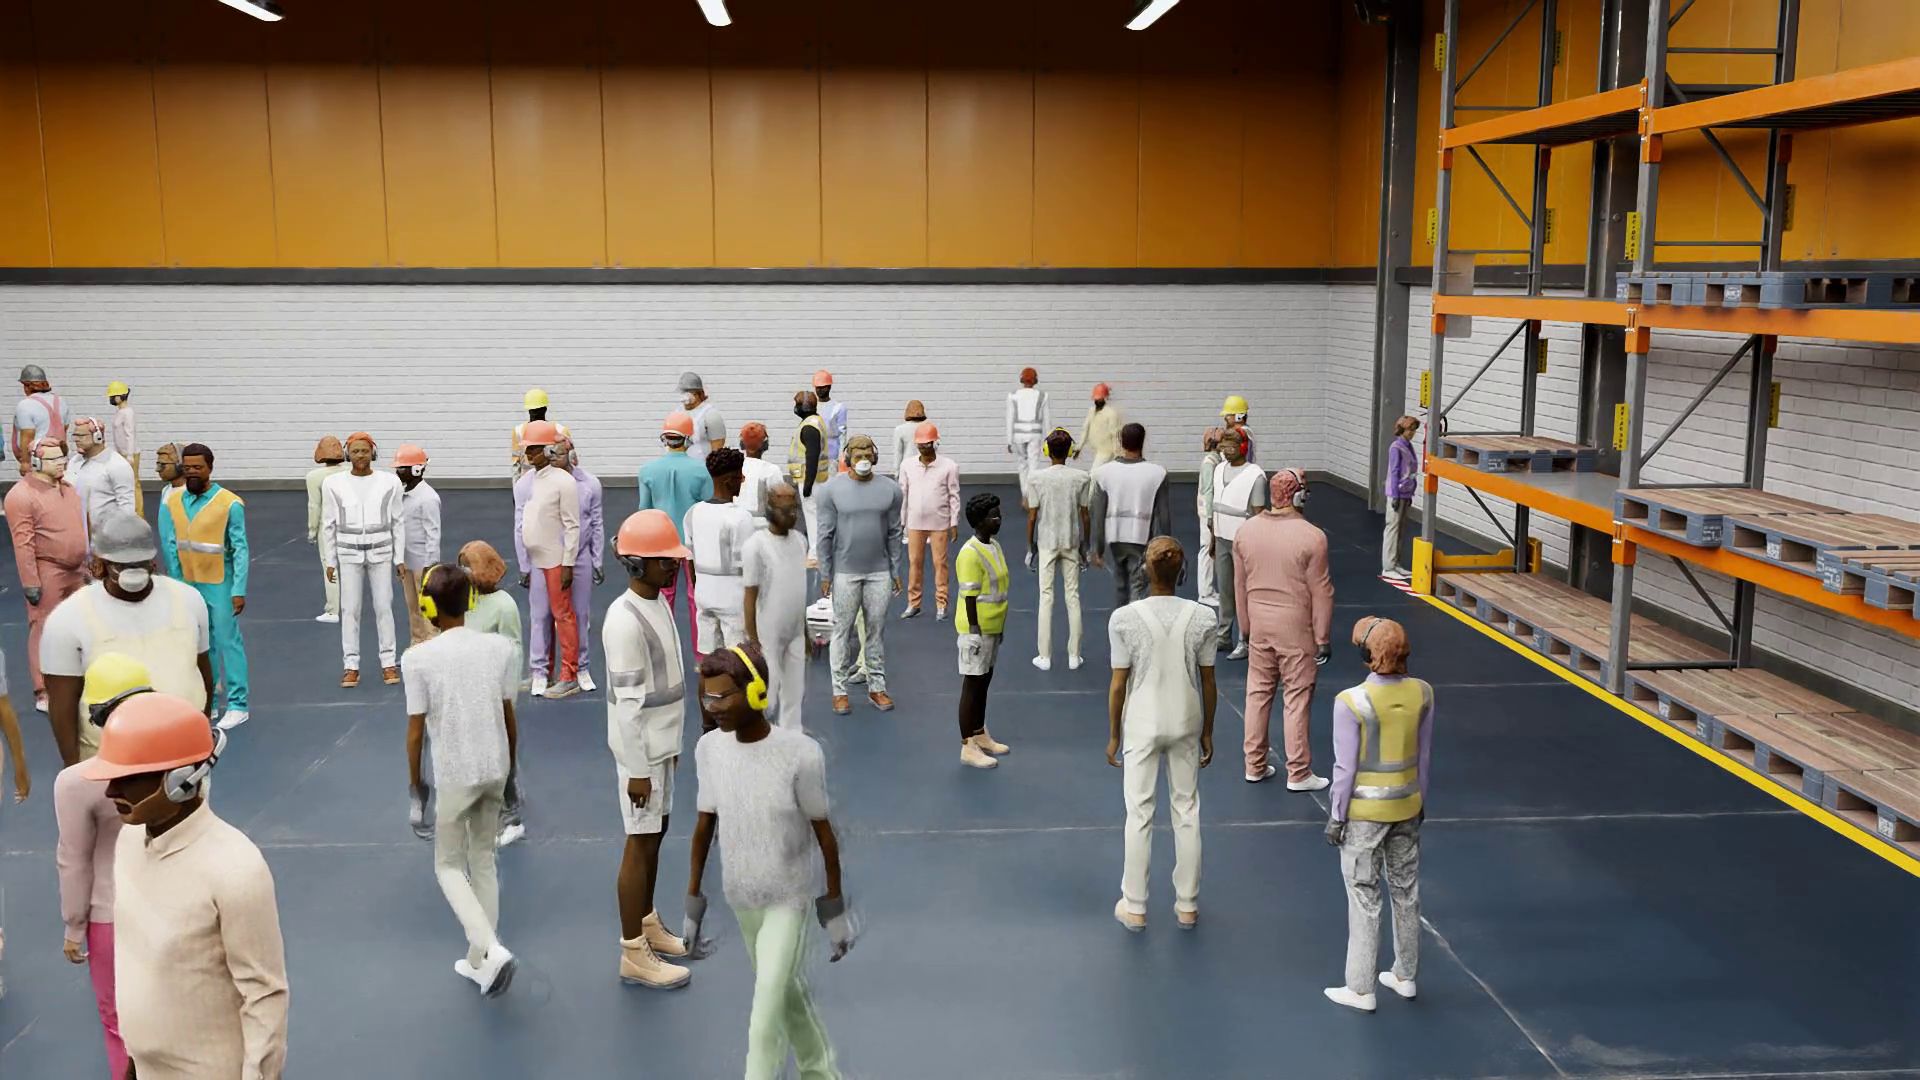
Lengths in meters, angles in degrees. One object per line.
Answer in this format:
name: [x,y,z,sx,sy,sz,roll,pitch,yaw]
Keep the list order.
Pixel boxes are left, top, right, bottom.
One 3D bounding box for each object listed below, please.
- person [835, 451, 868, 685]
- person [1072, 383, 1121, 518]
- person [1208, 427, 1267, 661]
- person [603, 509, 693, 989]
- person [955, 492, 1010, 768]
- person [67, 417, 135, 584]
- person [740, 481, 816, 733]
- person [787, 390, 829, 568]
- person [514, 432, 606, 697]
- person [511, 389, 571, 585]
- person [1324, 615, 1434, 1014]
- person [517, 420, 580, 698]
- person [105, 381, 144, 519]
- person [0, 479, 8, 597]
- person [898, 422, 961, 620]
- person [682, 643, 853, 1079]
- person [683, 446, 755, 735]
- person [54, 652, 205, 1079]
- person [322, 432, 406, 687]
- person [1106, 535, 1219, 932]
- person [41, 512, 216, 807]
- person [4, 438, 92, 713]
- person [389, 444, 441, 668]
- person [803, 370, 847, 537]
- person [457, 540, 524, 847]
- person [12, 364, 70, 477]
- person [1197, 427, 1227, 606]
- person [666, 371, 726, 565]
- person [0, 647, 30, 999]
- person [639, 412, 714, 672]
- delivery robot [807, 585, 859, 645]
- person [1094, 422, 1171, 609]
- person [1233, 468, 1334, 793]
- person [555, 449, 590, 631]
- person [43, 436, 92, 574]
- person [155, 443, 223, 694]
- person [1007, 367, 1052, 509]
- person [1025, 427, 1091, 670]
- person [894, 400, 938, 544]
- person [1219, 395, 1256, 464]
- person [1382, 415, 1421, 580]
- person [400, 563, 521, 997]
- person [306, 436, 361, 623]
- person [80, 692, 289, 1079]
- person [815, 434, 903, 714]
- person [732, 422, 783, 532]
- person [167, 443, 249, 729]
person: [-0.756,0.197,12.354,0.339,1.741,0.565,-1,9,-4]
person: [1.748,-1.120,20.788,0.946,1.687,0.574,-4,10,-22]
person: [2.186,0.023,13.142,0.390,1.840,0.564,-5,11,-31]
person: [-1.310,0.878,7.133,0.376,2.042,0.615,0,9,1]
person: [0.141,0.546,10.307,0.318,1.697,0.534,3,9,17]
person: [-6.877,-0.028,13.254,0.651,1.906,0.409,4,10,22]
person: [-1.050,0.564,9.760,0.372,1.850,0.510,6,11,35]
person: [-1.572,-0.630,17.238,0.429,1.841,0.633,0,9,-1]
person: [-2.880,0.170,12.027,0.643,1.905,0.400,-4,10,-21]
person: [-4.081,-0.510,16.215,0.593,1.924,0.381,0,9,2]
person: [1.723,1.125,6.851,0.523,1.638,0.310,-5,10,-28]
person: [-2.970,0.134,11.962,0.608,1.995,0.377,8,12,41]
person: [-10.051,-1.029,20.015,0.339,1.761,0.524,-7,12,-39]
person: [-9.195,-0.354,15.564,0.403,1.828,0.595,-4,10,-22]
person: [-0.285,-0.163,14.583,0.573,1.749,0.343,2,9,14]
person: [-0.690,1.247,5.547,0.543,1.808,0.994,5,10,29]
person: [-1.461,0.390,10.440,0.604,1.966,0.367,8,12,40]
person: [-2.820,1.251,5.697,0.344,1.756,0.518,5,10,30]
person: [-4.386,0.141,12.267,0.574,1.884,0.356,-3,10,-20]
person: [0.926,0.892,7.670,0.507,1.846,0.344,-1,9,-5]
person: [-3.546,0.862,7.246,0.695,2.000,0.849,-8,12,-41]
person: [-6.281,0.241,11.567,0.410,1.909,0.643,1,9,5]
person: [-4.150,0.140,12.675,0.324,1.752,0.562,-8,12,-43]
person: [-1.577,-0.995,19.226,0.544,1.939,0.354,2,9,15]
person: [-2.527,0.808,8.860,0.507,1.632,0.282,7,11,36]
person: [-10.279,-0.939,18.552,0.536,2.000,0.678,2,9,11]
person: [2.328,-0.219,15.291,0.306,1.640,0.522,3,9,16]
person: [-2.785,-0.720,17.181,0.688,2.000,0.539,6,11,33]
person: [-4.212,1.031,6.930,0.537,1.795,0.778,-3,10,-20]
person: [-2.125,0.023,12.661,0.612,1.995,0.382,1,9,4]
delivery robot: [-0.982,0.599,13.253,0.477,0.478,0.707,4,10,21]
person: [1.343,0.008,13.126,0.590,1.888,0.947,3,10,20]
person: [1.918,0.525,9.781,0.642,1.909,0.409,9,12,43]
person: [-3.316,-0.024,14.072,0.311,1.639,0.512,-7,11,-37]
person: [-6.706,0.137,12.453,0.357,1.836,0.511,2,9,13]
person: [-5.536,0.220,11.888,0.514,1.844,0.328,7,11,36]
person: [0.884,-1.314,21.530,0.578,1.857,0.863,2,9,10]
person: [0.753,0.068,12.769,0.513,1.872,0.328,-1,9,-4]
person: [-0.497,-0.768,18.779,0.503,1.627,0.277,-1,9,-9]
person: [2.752,-0.531,16.656,0.404,1.828,0.594,0,9,2]
person: [4.405,-0.430,16.616,0.315,1.638,0.517,5,10,30]
person: [-2.046,1.018,6.935,0.522,1.841,0.588,-8,12,-41]
person: [-5.462,-0.096,14.536,0.279,1.633,0.505,7,11,37]
person: [-1.973,1.358,4.270,0.616,1.993,0.395,6,11,35]
person: [-0.684,0.231,11.530,0.631,1.940,0.372,-3,10,-21]
person: [-1.595,0.017,13.048,0.577,1.883,0.353,5,10,26]
person: [-5.017,0.303,11.139,0.590,1.920,0.391,3,10,19]
